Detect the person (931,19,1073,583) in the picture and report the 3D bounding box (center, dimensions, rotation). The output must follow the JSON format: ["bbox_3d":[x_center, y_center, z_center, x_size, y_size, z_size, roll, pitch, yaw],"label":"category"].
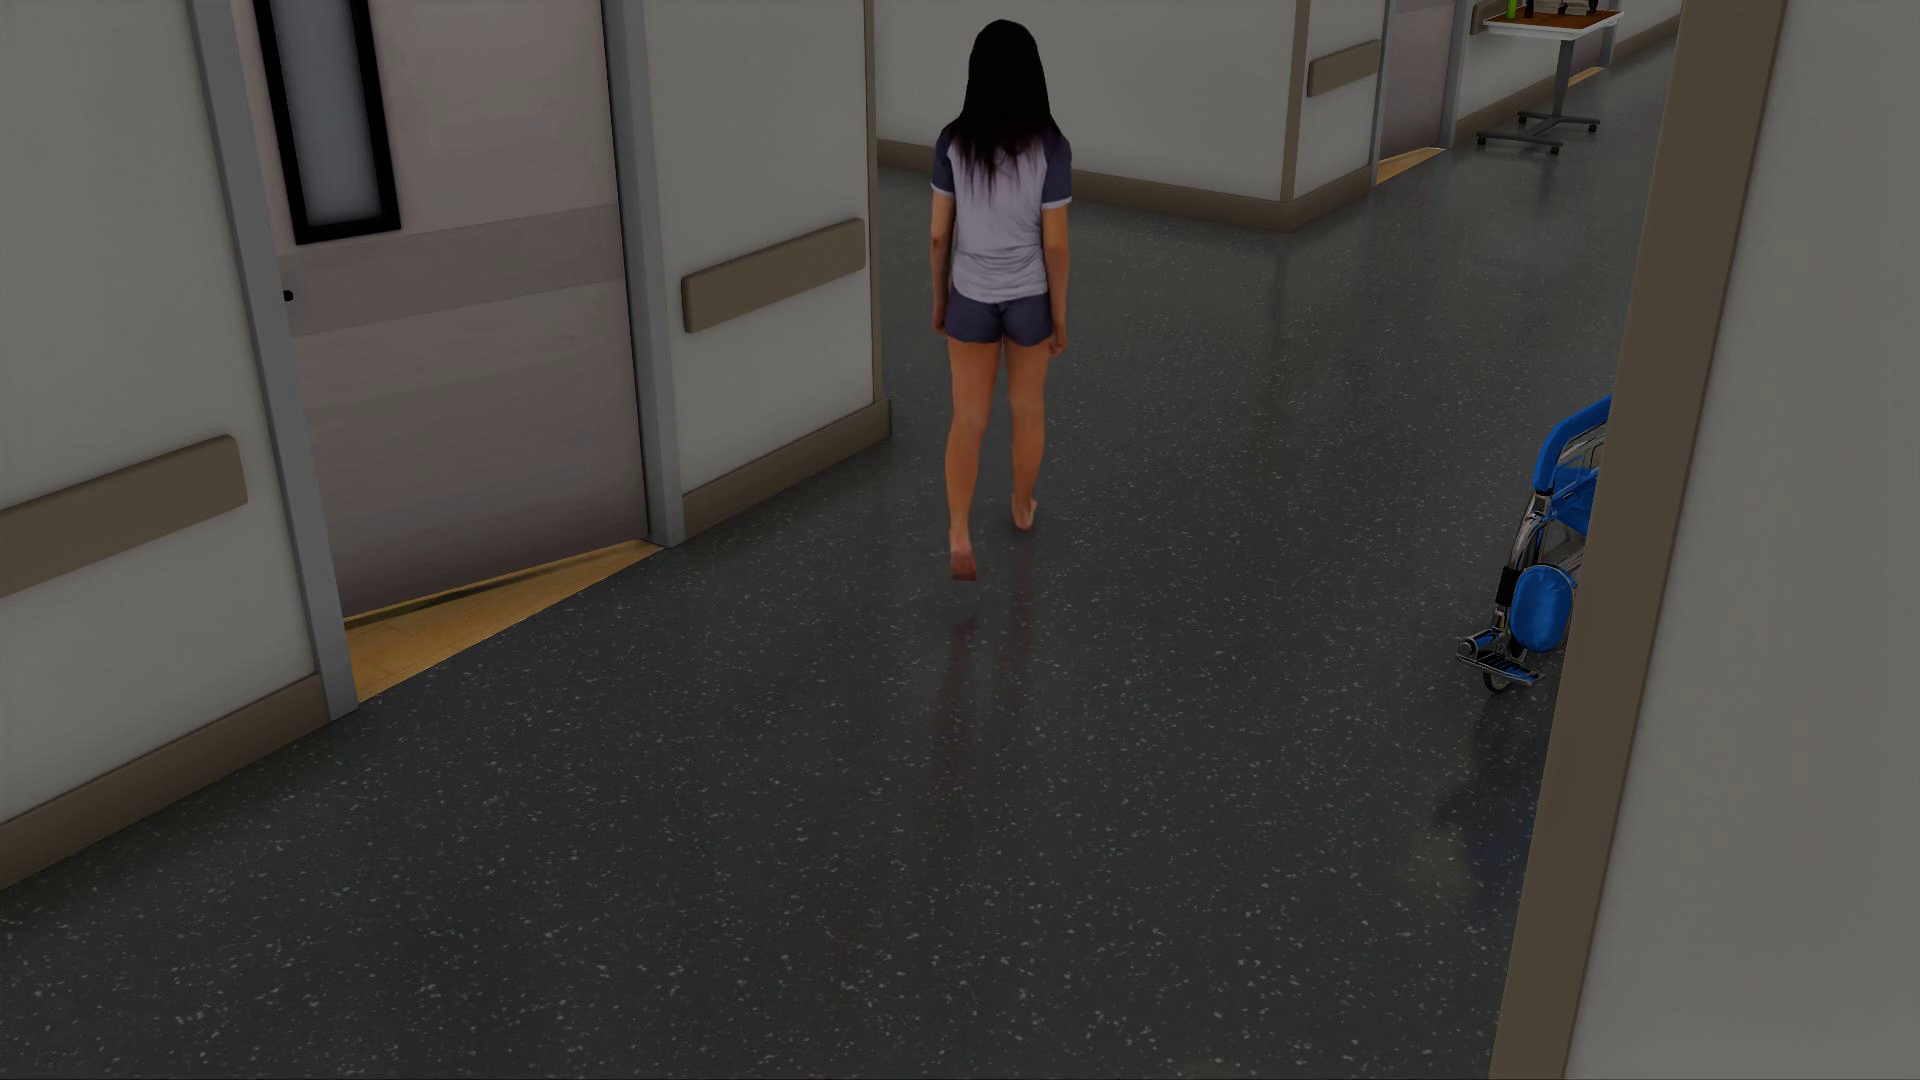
[{"bbox_3d":[0.111,-0.687,5.147,0.913,1.704,1.160,4,26,7],"label":"person"}]
